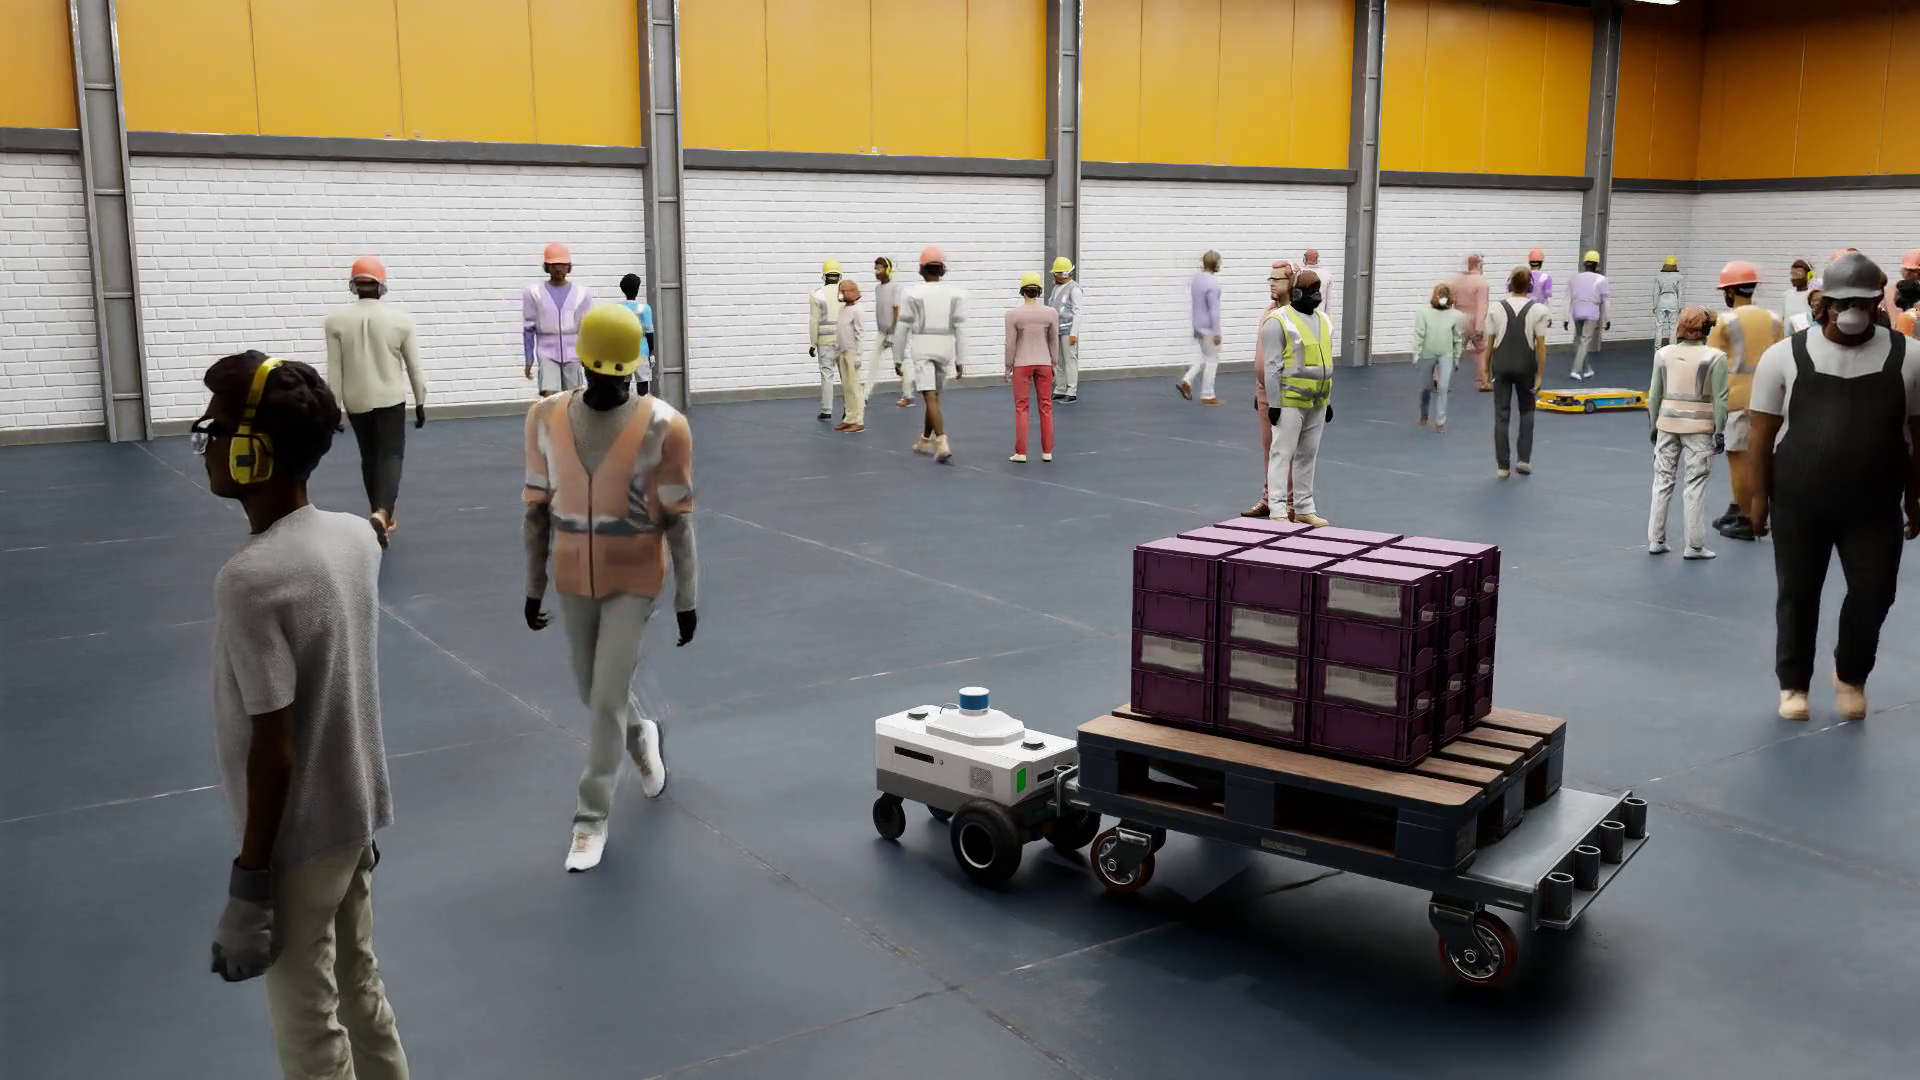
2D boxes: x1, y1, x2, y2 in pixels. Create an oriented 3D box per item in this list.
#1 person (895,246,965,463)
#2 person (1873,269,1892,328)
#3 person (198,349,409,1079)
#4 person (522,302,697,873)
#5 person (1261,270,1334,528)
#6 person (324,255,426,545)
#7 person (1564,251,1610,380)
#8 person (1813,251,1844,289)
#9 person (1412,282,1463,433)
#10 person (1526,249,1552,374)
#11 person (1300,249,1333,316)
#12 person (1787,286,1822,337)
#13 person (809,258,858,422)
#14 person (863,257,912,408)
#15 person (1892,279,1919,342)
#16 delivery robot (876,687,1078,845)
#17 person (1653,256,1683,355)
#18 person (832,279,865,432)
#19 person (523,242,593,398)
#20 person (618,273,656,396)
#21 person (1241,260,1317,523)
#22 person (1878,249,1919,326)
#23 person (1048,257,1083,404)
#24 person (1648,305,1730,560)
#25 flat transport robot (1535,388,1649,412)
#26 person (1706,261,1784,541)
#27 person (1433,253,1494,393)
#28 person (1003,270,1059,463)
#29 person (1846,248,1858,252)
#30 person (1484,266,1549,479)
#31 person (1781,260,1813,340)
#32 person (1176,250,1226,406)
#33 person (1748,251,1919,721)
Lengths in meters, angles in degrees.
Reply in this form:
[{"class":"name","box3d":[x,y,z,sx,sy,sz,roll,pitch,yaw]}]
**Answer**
[{"class":"person","box3d":[-0.253,-1.729,15.521,0.625,1.996,1.079,-4,11,-22]},{"class":"person","box3d":[7.021,-1.197,12.984,0.429,1.841,0.634,-1,10,-7]},{"class":"person","box3d":[-1.255,0.580,3.152,0.329,1.877,0.509,0,10,3]},{"class":"person","box3d":[-1.182,0.116,5.724,0.617,1.874,0.846,2,11,11]},{"class":"person","box3d":[2.413,-0.978,11.774,0.627,1.846,0.429,-7,13,-35]},{"class":"person","box3d":[-3.983,-0.956,11.348,0.631,1.962,0.941,-2,10,-8]},{"class":"person","box3d":[9.164,-3.275,24.298,0.608,1.877,1.005,9,14,40]},{"class":"person","box3d":[11.566,-2.866,22.026,0.567,1.877,1.005,5,11,23]},{"class":"person","box3d":[5.124,-1.972,17.912,0.514,1.605,0.746,2,11,12]},{"class":"person","box3d":[8.583,-3.402,24.946,0.560,1.889,1.017,9,14,41]},{"class":"person","box3d":[4.996,-3.208,23.826,0.652,1.906,0.405,-2,11,-13]},{"class":"person","box3d":[7.926,-1.542,15.454,0.533,1.621,0.377,8,13,36]},{"class":"person","box3d":[-1.431,-2.253,18.792,0.586,1.835,0.404,-4,11,-23]},{"class":"person","box3d":[-0.930,-2.492,20.129,0.962,1.819,0.540,-9,13,-40]},{"class":"person","box3d":[8.852,-1.596,15.589,0.401,1.680,0.550,8,13,36]},{"class":"delivery robot","box3d":[0.046,0.741,5.627,0.707,0.478,0.477,9,14,41]},{"class":"person","box3d":[12.413,-4.103,29.180,0.483,1.745,0.304,5,12,27]},{"class":"person","box3d":[-1.179,-1.969,17.784,0.272,1.633,0.502,-6,12,-29]},{"class":"person","box3d":[-3.516,-1.604,14.699,0.636,2.025,0.687,-4,11,-19]},{"class":"person","box3d":[-3.407,-1.924,17.355,0.536,1.700,0.318,4,11,21]},{"class":"person","box3d":[2.343,-1.076,12.140,0.408,1.908,0.644,-5,11,-25]},{"class":"person","box3d":[9.493,-1.926,16.660,0.809,1.957,0.643,-6,12,-31]},{"class":"person","box3d":[1.295,-2.621,20.840,0.403,1.824,0.586,-5,11,-25]},{"class":"person","box3d":[4.708,-0.694,10.778,0.311,1.638,0.523,-8,13,-37]},{"class":"flat transport robot","box3d":[7.613,-1.693,20.006,1.431,0.197,0.652,-4,11,-21]},{"class":"person","box3d":[5.340,-0.963,11.503,0.538,1.908,0.651,-4,11,-20]},{"class":"person","box3d":[6.778,-2.888,22.181,0.944,1.868,0.650,-4,11,-23]},{"class":"person","box3d":[0.653,-1.590,15.340,0.524,1.769,0.316,-2,11,-13]},{"class":"person","box3d":[15.247,-4.058,28.555,0.584,1.879,0.337,-1,10,-5]},{"class":"person","box3d":[4.797,-1.444,14.395,0.513,1.824,0.656,4,11,21]},{"class":"person","box3d":[8.625,-1.968,17.223,0.900,1.830,0.541,-6,12,-30]},{"class":"person","box3d":[3.003,-2.592,20.406,0.513,1.919,0.644,-3,11,-16]},{"class":"person","box3d":[3.707,-0.216,7.058,0.702,2.000,0.539,4,11,23]}]
